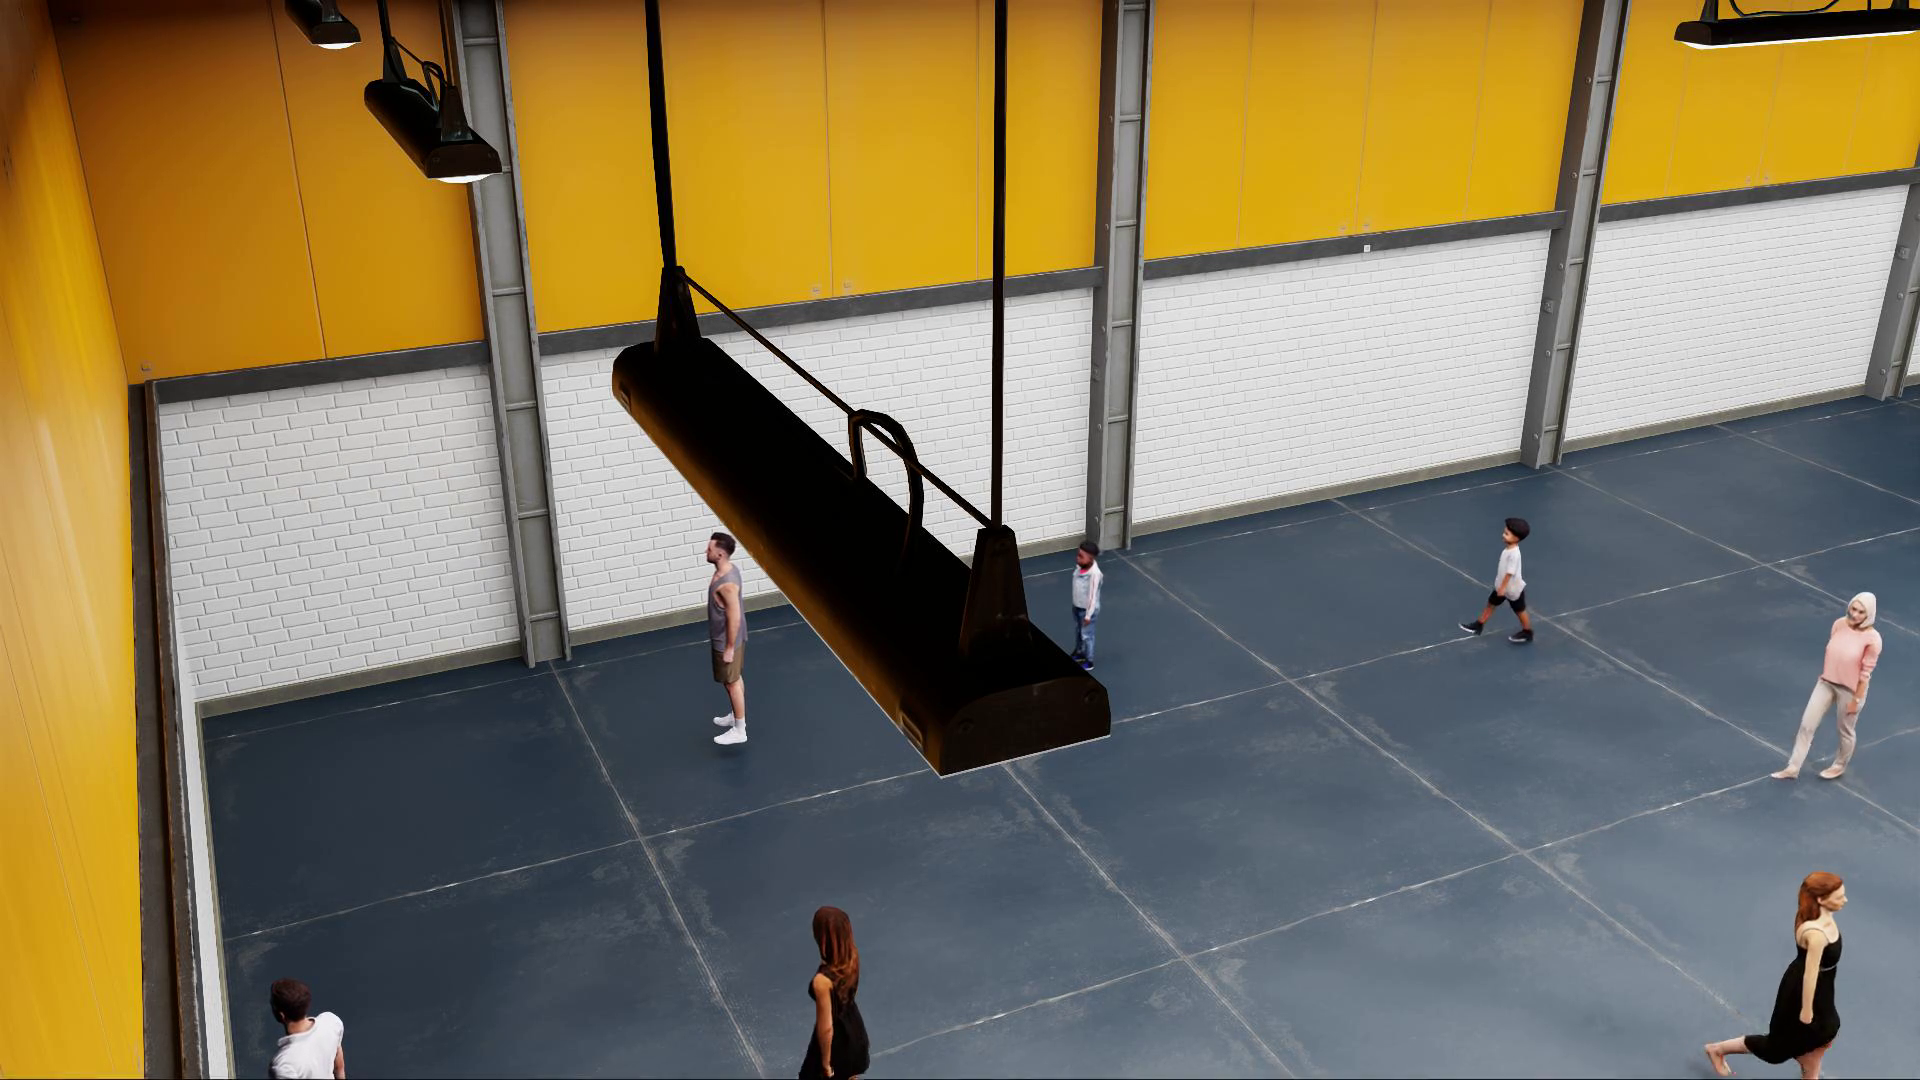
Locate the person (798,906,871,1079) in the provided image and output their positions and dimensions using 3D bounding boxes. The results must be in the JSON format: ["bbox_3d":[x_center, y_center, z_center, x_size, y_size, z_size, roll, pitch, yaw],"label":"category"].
[{"bbox_3d":[-0.591,2.837,9.220,0.807,1.829,0.753,13,27,27],"label":"person"}]

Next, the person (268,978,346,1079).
[{"bbox_3d":[-3.344,3.063,8.676,0.756,1.851,0.723,6,24,13],"label":"person"}]

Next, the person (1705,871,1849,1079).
[{"bbox_3d":[4.938,2.667,9.899,0.940,1.598,1.040,17,29,33],"label":"person"}]

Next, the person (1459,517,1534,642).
[{"bbox_3d":[5.206,0.402,15.548,0.961,1.223,0.791,3,24,6],"label":"person"}]

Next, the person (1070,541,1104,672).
[{"bbox_3d":[1.162,0.577,15.100,0.515,1.260,0.495,-9,25,-20],"label":"person"}]

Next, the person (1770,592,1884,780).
[{"bbox_3d":[7.079,1.166,13.208,0.907,1.697,0.592,-10,26,-22],"label":"person"}]

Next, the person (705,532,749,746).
[{"bbox_3d":[-1.898,0.785,13.566,0.673,1.844,0.698,-3,24,-6],"label":"person"}]
